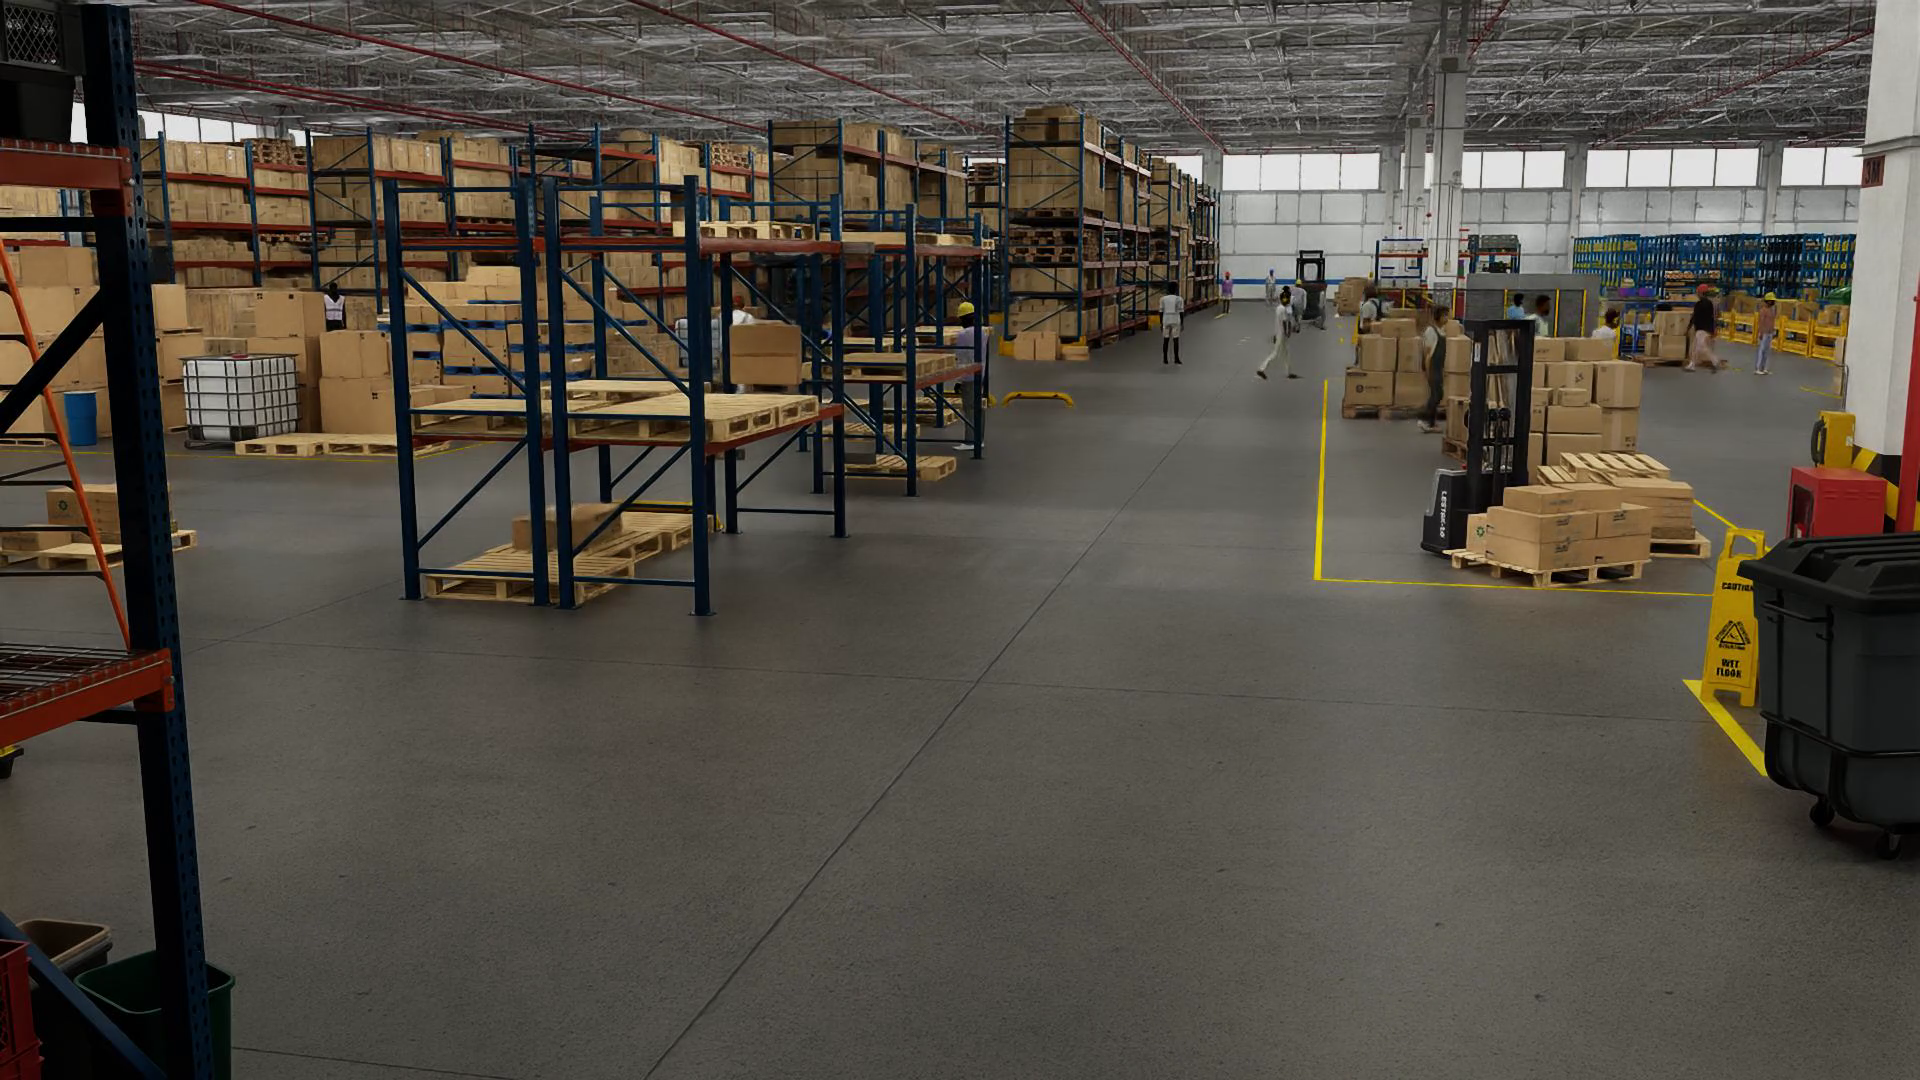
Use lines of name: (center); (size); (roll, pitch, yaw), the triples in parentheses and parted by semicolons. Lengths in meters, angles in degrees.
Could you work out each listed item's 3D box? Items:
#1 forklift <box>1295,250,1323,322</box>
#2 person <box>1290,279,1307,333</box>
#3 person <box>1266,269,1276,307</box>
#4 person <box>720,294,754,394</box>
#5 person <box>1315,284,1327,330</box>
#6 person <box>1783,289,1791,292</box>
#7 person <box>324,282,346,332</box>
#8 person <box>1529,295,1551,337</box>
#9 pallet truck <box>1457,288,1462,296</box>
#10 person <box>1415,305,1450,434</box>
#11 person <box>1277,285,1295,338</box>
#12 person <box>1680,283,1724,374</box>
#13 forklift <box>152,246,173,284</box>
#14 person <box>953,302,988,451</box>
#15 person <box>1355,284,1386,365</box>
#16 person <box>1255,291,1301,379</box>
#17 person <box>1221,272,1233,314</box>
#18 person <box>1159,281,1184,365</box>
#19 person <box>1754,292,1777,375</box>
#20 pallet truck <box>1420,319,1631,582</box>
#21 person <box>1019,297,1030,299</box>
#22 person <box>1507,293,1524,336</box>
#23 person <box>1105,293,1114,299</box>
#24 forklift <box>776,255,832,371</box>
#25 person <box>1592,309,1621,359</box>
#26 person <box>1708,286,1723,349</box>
forklift: (13.778, -10.002, 65.433); (1.129, 2.768, 1.873); (2, 10, 12)
person: (11.292, -7.814, 55.621); (0.616, 1.816, 0.421); (1, 10, 8)
person: (16.269, -13.188, 87.057); (0.605, 1.948, 0.405); (-4, 11, -25)
person: (-3.836, -3.322, 28.882); (0.603, 1.861, 0.576); (2, 10, 9)
person: (12.752, -8.201, 58.486); (0.388, 1.619, 0.524); (3, 10, 17)
person: (43.965, -13.366, 88.461); (0.373, 1.833, 0.563); (-8, 12, -39)
person: (-15.436, -5.395, 41.035); (0.591, 1.910, 0.387); (-8, 13, -40)
person: (9.449, -2.995, 26.862); (0.868, 1.885, 0.628); (7, 12, 34)
pallet truck: (20.506, -9.785, 68.819); (0.653, 1.274, 1.630); (2, 10, 12)
person: (6.746, -2.403, 23.548); (0.410, 1.826, 0.540); (8, 12, 38)
person: (10.003, -6.988, 51.087); (0.548, 1.686, 0.448); (0, 10, 3)
person: (16.149, -4.573, 36.025); (0.600, 1.965, 0.935); (-9, 13, -42)
forklift: (-21.642, -6.600, 45.290); (1.873, 2.768, 1.129); (-6, 11, -32)
person: (0.123, -2.114, 21.573); (0.378, 1.918, 0.585); (6, 12, 34)
person: (8.511, -4.301, 34.159); (0.690, 2.000, 0.992); (-7, 12, -36)
person: (6.575, -4.223, 34.370); (0.931, 1.827, 0.555); (0, 10, 1)
person: (12.135, -11.222, 75.573); (0.562, 1.884, 0.974); (2, 10, 12)
person: (4.978, -5.092, 39.064); (0.607, 1.966, 0.367); (4, 11, 24)
person: (17.359, -4.435, 35.763); (0.534, 1.767, 0.314); (-7, 12, -35)
pallet truck: (4.543, -0.757, 13.299); (0.823, 1.965, 1.885); (-4, 10, -22)
person: (2.489, -9.359, 64.289); (0.637, 2.006, 0.946); (7, 12, 38)
person: (13.099, -4.964, 39.149); (0.535, 1.685, 0.386); (-8, 12, -38)
person: (7.263, -12.189, 81.462); (0.634, 1.839, 0.429); (-2, 10, -12)
forklift: (-3.083, -4.396, 32.235); (1.129, 2.768, 1.873); (2, 10, 12)
person: (9.107, -2.377, 23.574); (1.107, 1.766, 0.533); (-2, 10, -13)
person: (20.817, -6.162, 46.075); (0.524, 1.739, 0.761); (3, 10, 16)
